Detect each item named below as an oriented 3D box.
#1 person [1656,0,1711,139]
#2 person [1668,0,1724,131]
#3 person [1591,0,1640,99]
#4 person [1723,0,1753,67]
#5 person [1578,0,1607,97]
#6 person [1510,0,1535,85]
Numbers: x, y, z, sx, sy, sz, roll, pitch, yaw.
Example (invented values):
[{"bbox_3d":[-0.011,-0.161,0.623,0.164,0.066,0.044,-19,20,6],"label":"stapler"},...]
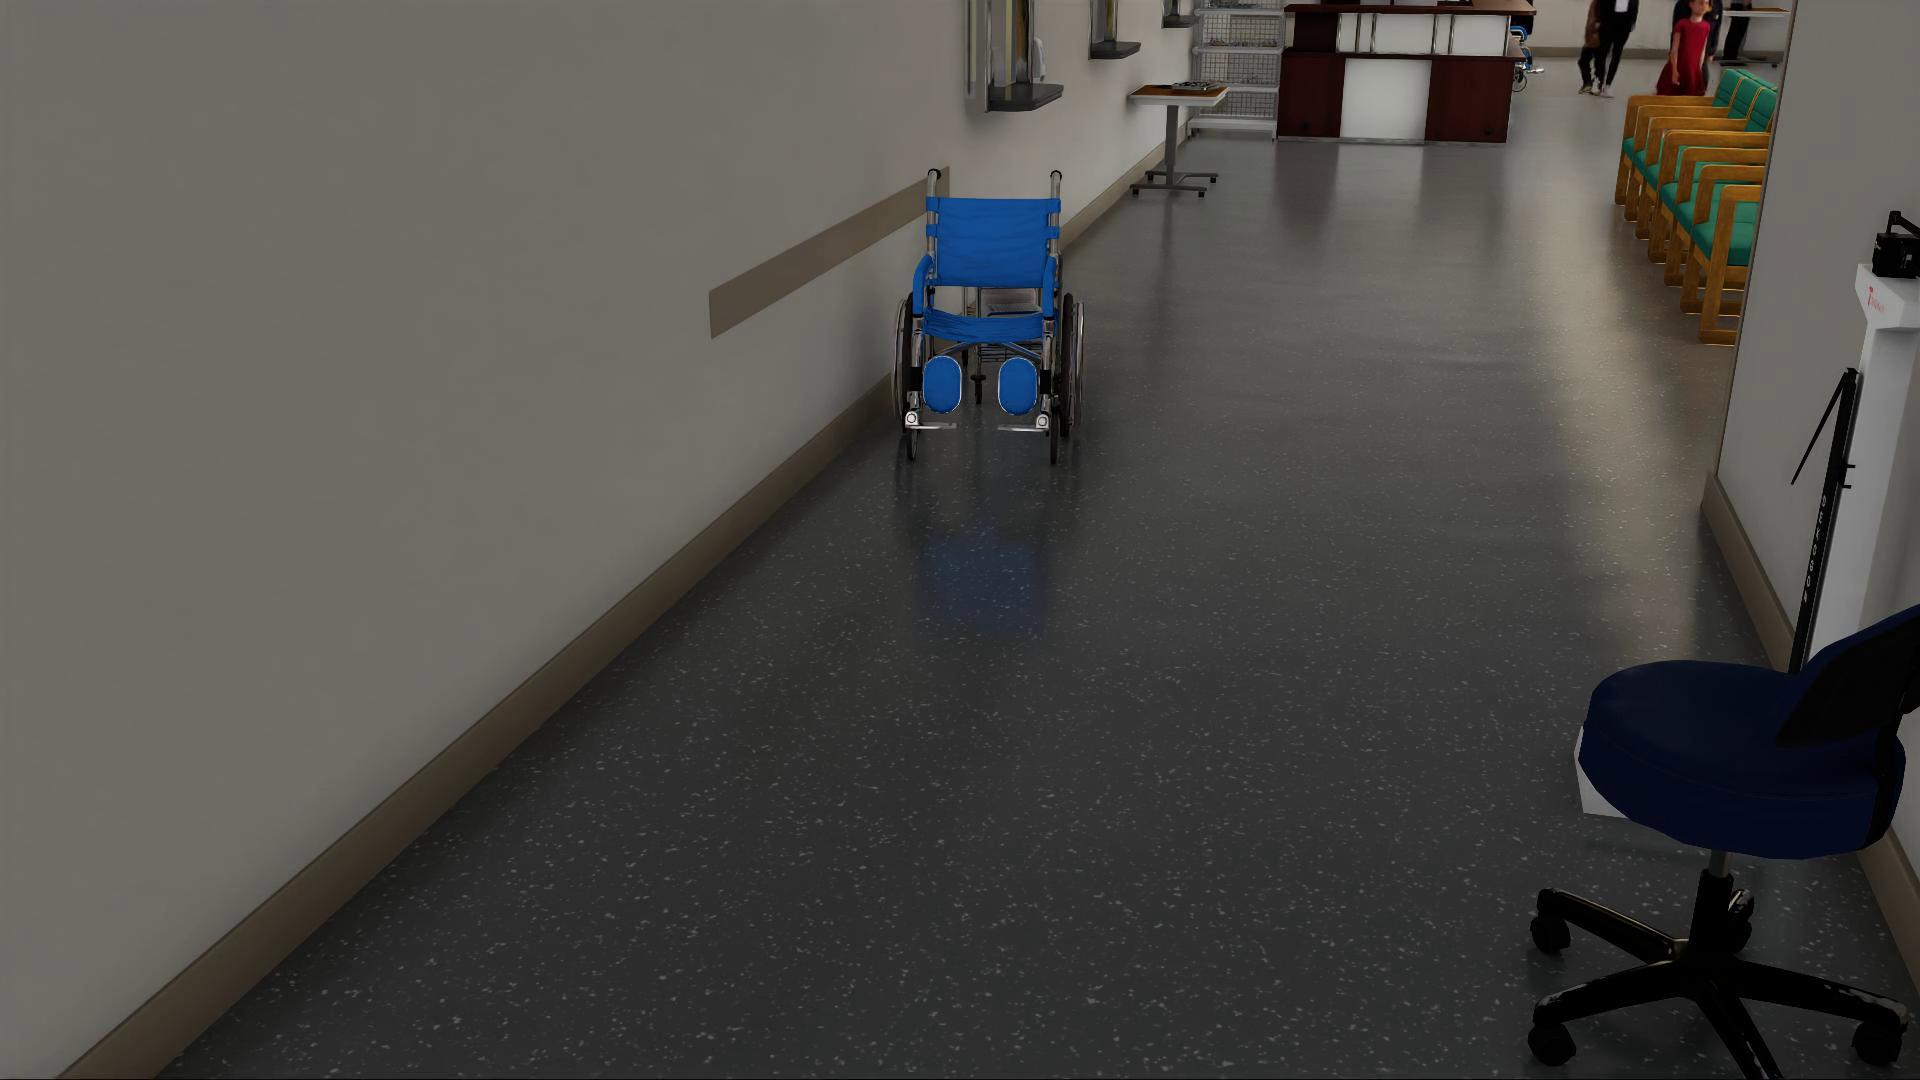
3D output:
[{"bbox_3d":[6.915,-4.480,15.999,1.071,1.504,0.807,0,21,0],"label":"person"},{"bbox_3d":[7.416,-4.928,16.965,0.694,1.659,0.825,0,21,0],"label":"person"},{"bbox_3d":[8.177,-6.449,20.799,0.664,1.787,0.750,0,21,0],"label":"person"},{"bbox_3d":[11.884,-8.138,25.307,0.582,1.753,0.653,2,21,6],"label":"person"},{"bbox_3d":[8.091,-6.333,20.977,0.654,1.443,0.748,-3,21,-8],"label":"person"},{"bbox_3d":[7.661,-7.109,22.688,0.538,1.684,0.616,6,21,15],"label":"person"}]
